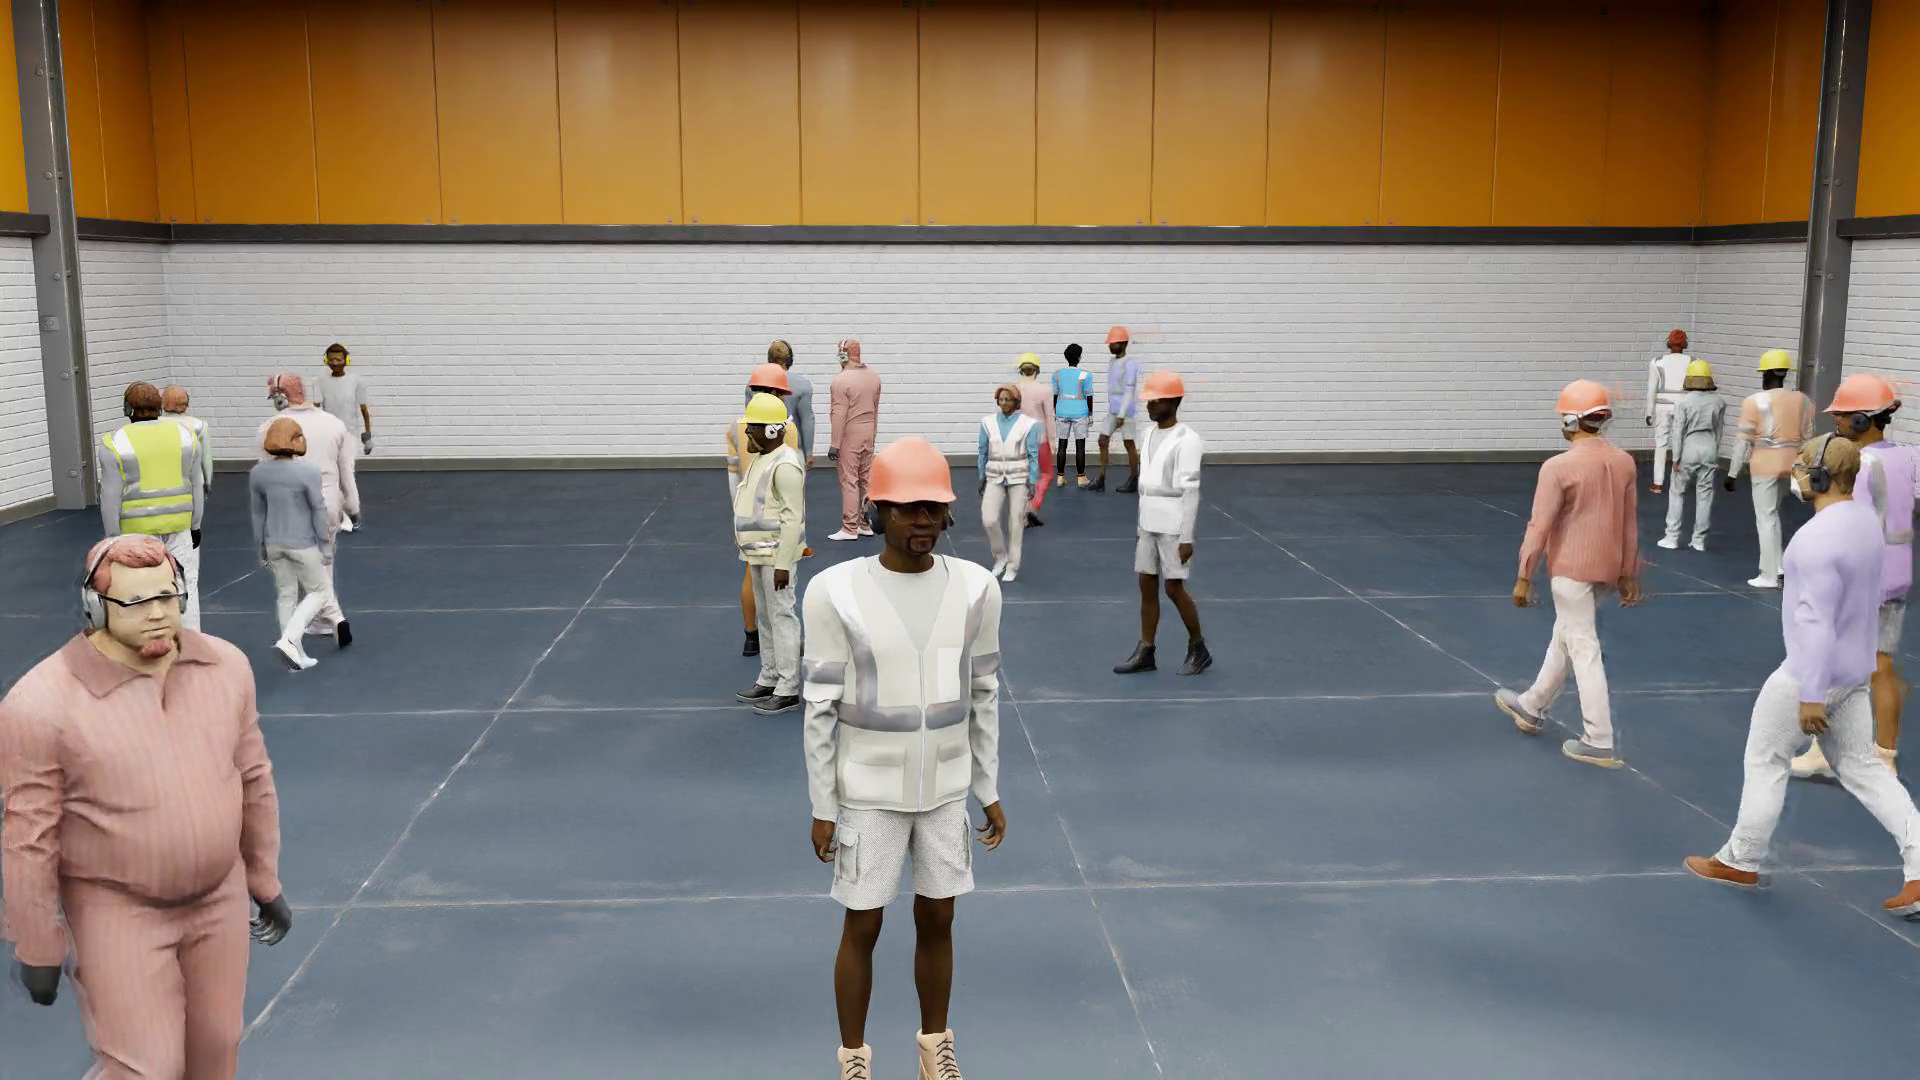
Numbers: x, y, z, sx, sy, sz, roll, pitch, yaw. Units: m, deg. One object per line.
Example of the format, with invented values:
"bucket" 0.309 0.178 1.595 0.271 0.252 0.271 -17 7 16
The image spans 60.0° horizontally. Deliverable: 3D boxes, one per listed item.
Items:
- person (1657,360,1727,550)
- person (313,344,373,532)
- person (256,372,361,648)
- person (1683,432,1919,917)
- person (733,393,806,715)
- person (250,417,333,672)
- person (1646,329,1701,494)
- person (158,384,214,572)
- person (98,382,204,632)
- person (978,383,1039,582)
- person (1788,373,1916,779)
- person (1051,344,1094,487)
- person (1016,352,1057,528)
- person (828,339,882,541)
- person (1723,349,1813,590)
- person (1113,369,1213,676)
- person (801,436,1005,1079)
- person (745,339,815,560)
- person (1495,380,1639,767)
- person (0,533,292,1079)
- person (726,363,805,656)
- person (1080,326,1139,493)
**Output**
"person" 6.690 -0.769 15.147 0.502 1.737 0.377 0 9 0
"person" -6.051 -0.980 16.157 0.517 1.832 0.882 0 9 -3
"person" -4.342 -0.195 11.201 0.836 1.875 0.693 7 12 38
"person" 3.454 0.526 6.517 0.644 1.905 0.981 -8 12 -42
"person" -1.095 0.074 9.543 0.404 1.832 0.595 -4 10 -24
"person" -4.181 0.043 10.372 0.514 1.621 0.434 2 9 14
"person" 8.177 -1.467 19.056 0.584 1.883 0.337 3 10 19
"person" -6.319 -0.446 13.455 0.533 1.621 0.385 -5 10 -30
"person" -5.051 -0.067 10.405 0.429 1.845 0.621 8 12 41
"person" 0.387 -0.462 13.534 0.539 1.622 0.377 3 10 19
"person" 4.378 0.200 8.153 0.624 2.019 0.637 -6 11 -33
"person" 1.333 -1.471 19.669 0.541 1.696 0.315 4 10 24
"person" 0.714 -0.984 16.436 0.541 1.744 0.364 5 10 28
"person" -1.027 -0.944 15.723 0.409 1.903 0.639 6 11 33
"person" 6.465 -0.565 13.331 0.599 1.905 0.583 -3 9 -17
"person" 1.277 -0.097 10.355 0.499 1.944 0.551 -5 10 -29
"person" -0.150 0.717 4.835 0.604 2.048 0.368 -3 10 -21
"person" -1.569 -0.783 14.595 0.629 1.940 0.379 3 9 16
"person" 3.133 0.143 8.717 0.647 1.950 0.962 -5 10 -29
"person" -2.028 0.907 4.162 0.493 1.891 0.651 5 10 29
"person" -1.244 -0.184 10.864 0.542 1.928 0.374 5 10 28
"person" 1.727 -1.468 18.950 0.839 1.910 0.557 -4 10 -23
